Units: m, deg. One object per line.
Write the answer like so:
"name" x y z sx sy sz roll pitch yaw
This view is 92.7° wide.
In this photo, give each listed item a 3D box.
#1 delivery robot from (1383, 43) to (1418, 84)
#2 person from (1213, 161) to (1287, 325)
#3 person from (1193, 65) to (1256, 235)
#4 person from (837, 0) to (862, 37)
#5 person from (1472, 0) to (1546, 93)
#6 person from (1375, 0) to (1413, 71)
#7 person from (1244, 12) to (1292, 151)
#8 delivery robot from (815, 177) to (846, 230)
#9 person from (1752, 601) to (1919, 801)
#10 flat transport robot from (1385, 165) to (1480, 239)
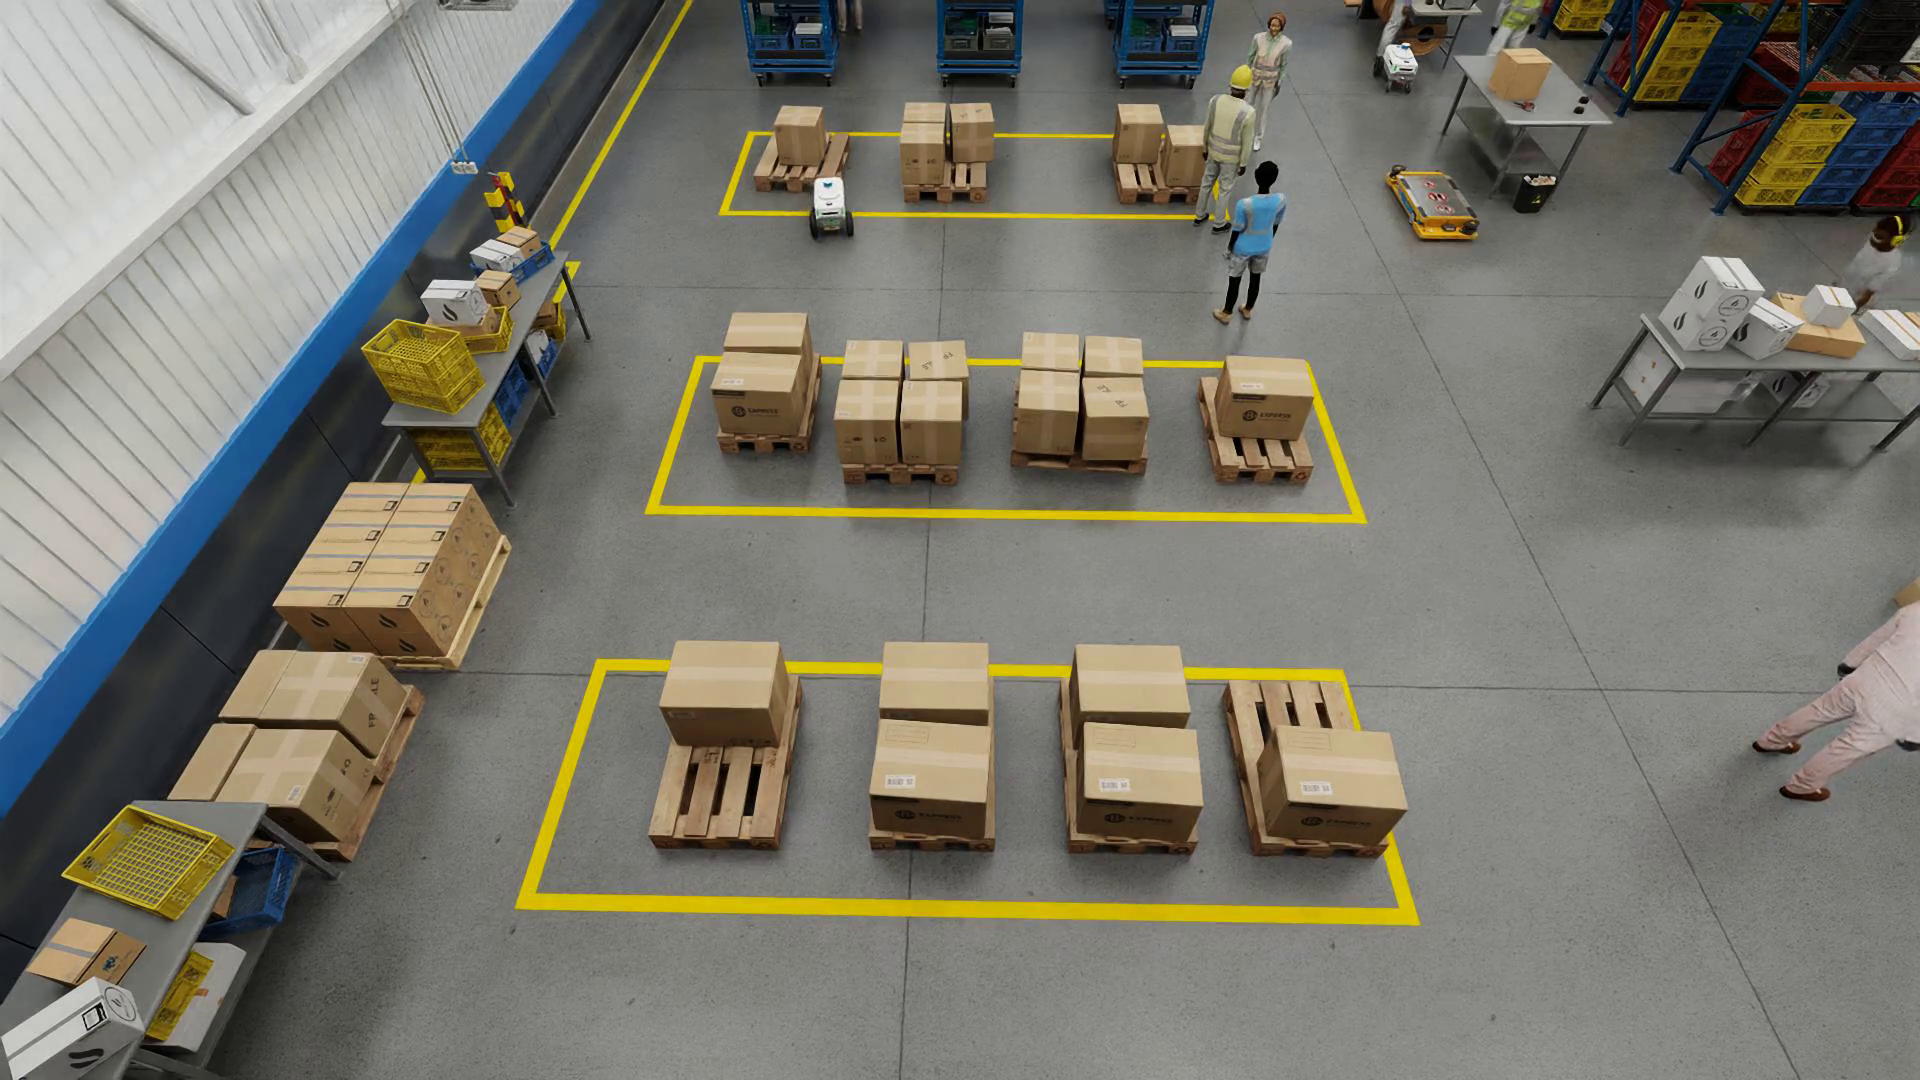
"delivery robot" 6.371 -6.919 13.258 0.477 0.478 0.707 5 49 4
"person" 2.882 -2.915 9.101 0.531 1.697 0.322 -10 50 -9
"person" 2.975 -4.333 10.239 0.404 1.831 0.600 -36 58 -27
"person" -1.743 -8.824 14.034 0.623 1.981 0.412 -18 51 -15
"person" 7.706 -7.183 12.709 0.639 1.836 0.432 -10 50 -8
"person" 6.443 -7.849 13.222 0.370 1.932 0.628 14 50 12
"person" 3.840 -5.817 11.650 0.514 1.641 0.308 17 51 15
"delivery robot" -1.519 -3.969 10.704 0.477 0.478 0.707 -5 49 -4
"person" 5.717 0.954 5.625 0.400 1.899 0.651 2 49 2
"flat transport robot" 5.692 -4.094 11.059 0.652 0.197 1.431 1 49 1
